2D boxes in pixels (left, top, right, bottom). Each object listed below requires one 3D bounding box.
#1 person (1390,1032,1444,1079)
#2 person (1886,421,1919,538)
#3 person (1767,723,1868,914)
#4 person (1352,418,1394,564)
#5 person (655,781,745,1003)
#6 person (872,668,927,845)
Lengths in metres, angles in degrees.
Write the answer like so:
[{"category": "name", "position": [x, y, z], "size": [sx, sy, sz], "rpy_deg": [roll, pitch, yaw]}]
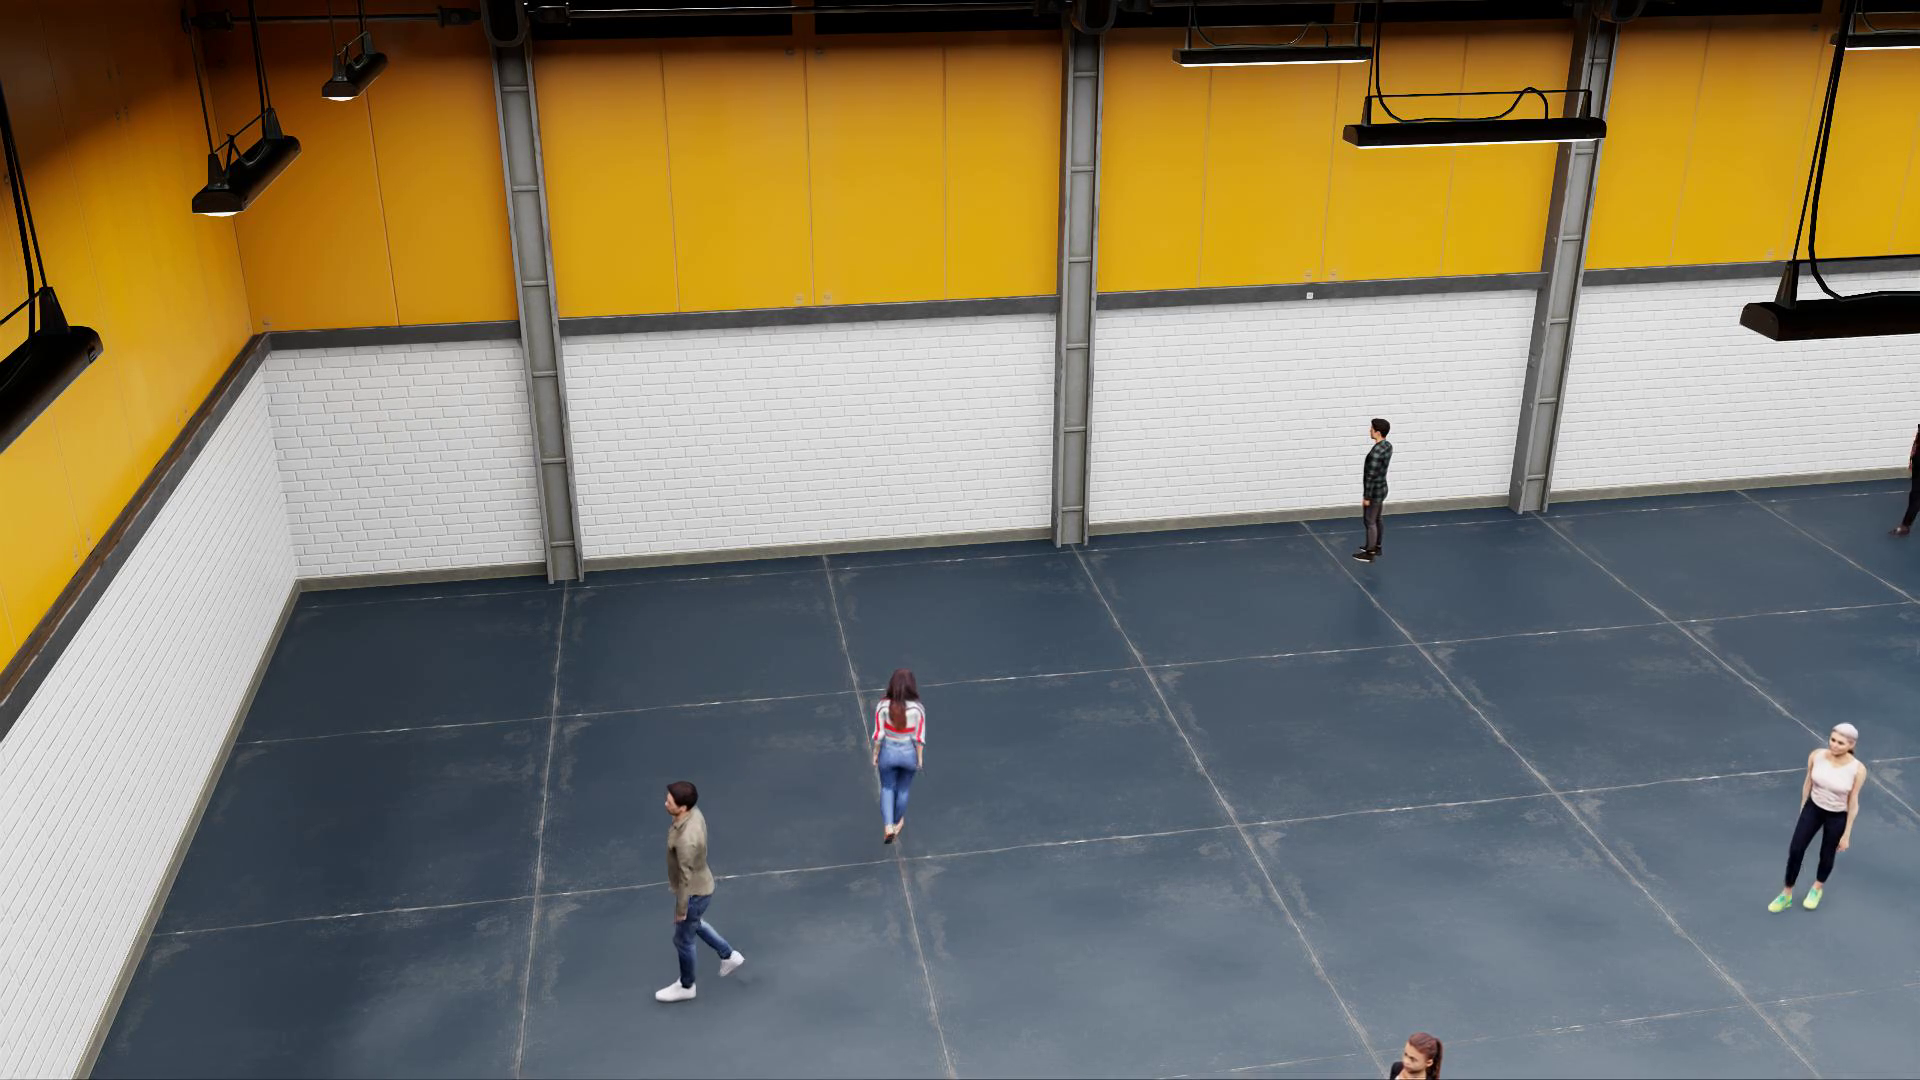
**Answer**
[{"category": "person", "position": [2.713, 3.620, 10.082], "size": [0.653, 1.555, 0.624], "rpy_deg": [-16, 28, -32]}, {"category": "person", "position": [11.769, -0.881, 20.081], "size": [1.085, 1.795, 0.668], "rpy_deg": [-4, 24, -8]}, {"category": "person", "position": [6.927, 2.179, 13.217], "size": [0.853, 1.685, 0.947], "rpy_deg": [22, 32, 40]}, {"category": "person", "position": [4.767, -0.587, 19.076], "size": [0.733, 1.710, 0.727], "rpy_deg": [12, 26, 26]}, {"category": "person", "position": [-1.908, 2.544, 12.166], "size": [0.918, 1.858, 0.778], "rpy_deg": [-2, 24, -4]}, {"category": "person", "position": [-0.509, 1.867, 14.046], "size": [0.831, 1.592, 0.794], "rpy_deg": [1, 24, 3]}]
